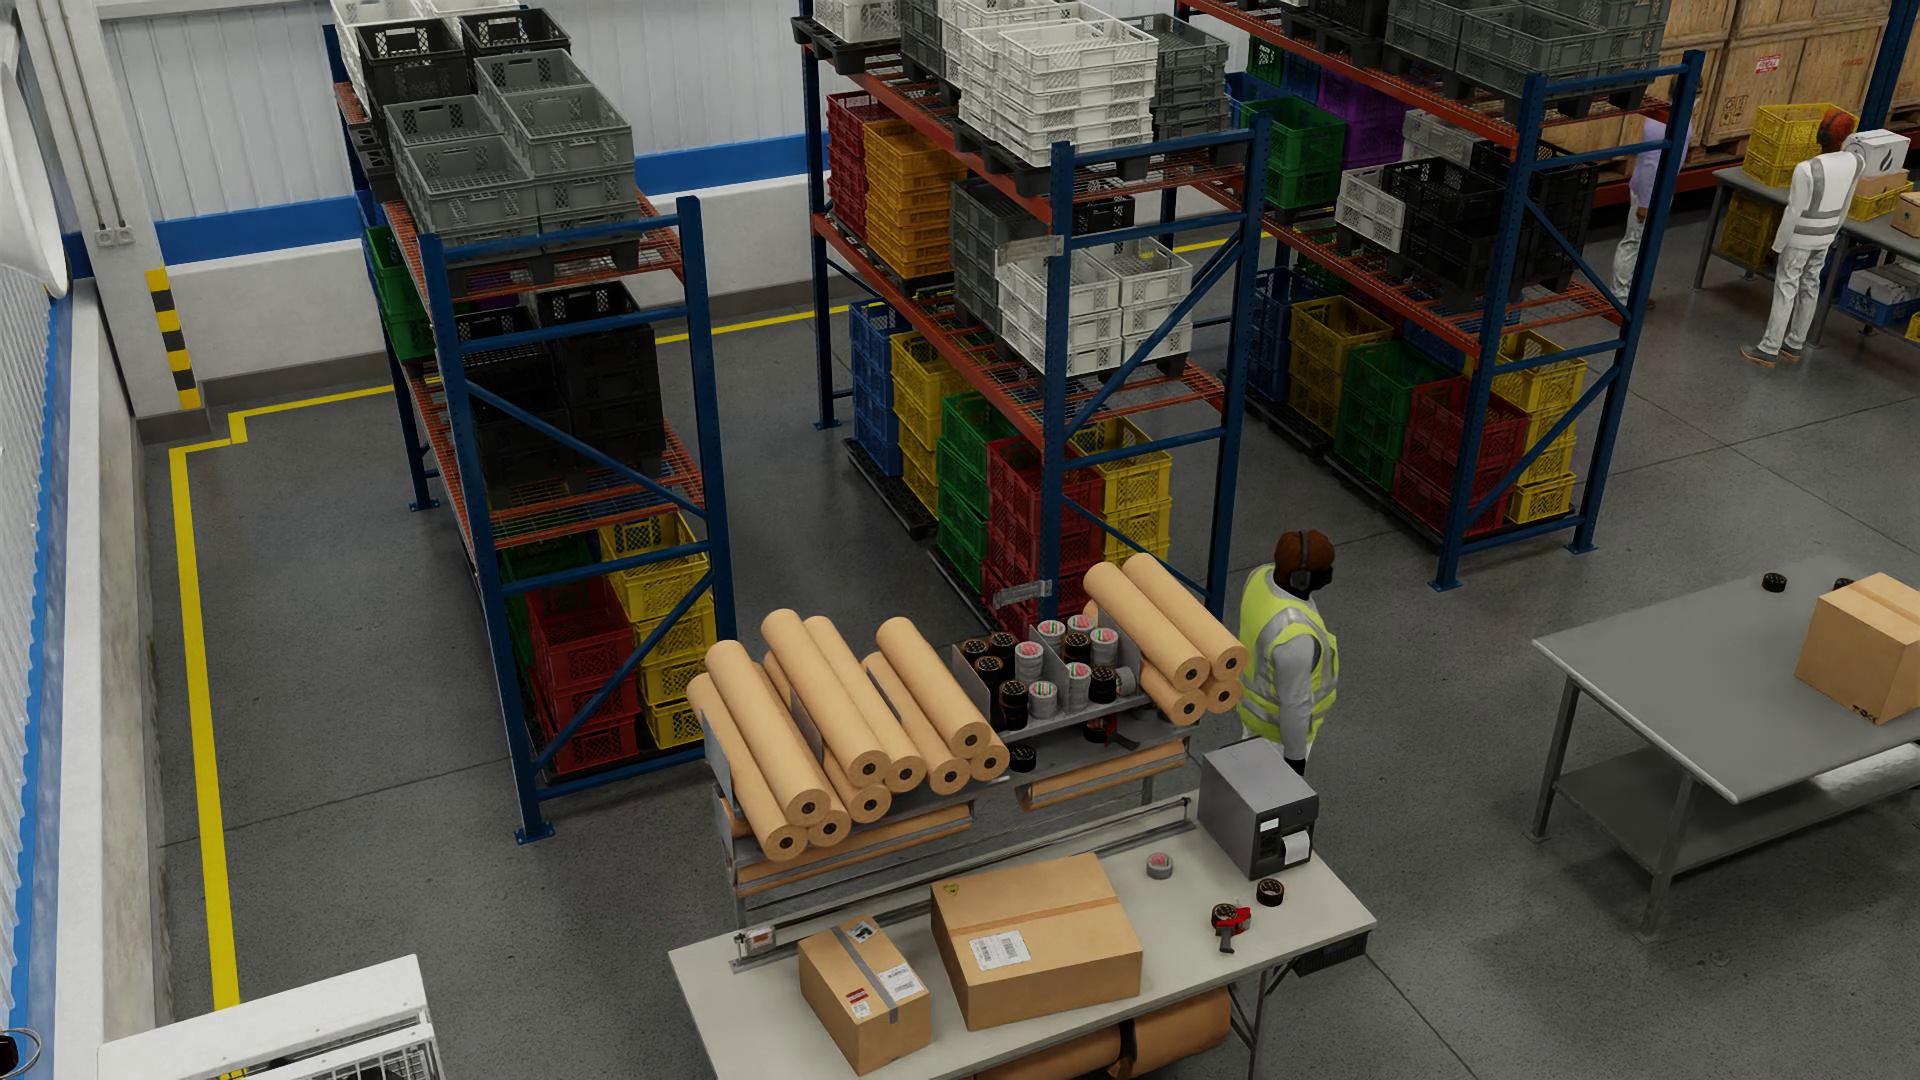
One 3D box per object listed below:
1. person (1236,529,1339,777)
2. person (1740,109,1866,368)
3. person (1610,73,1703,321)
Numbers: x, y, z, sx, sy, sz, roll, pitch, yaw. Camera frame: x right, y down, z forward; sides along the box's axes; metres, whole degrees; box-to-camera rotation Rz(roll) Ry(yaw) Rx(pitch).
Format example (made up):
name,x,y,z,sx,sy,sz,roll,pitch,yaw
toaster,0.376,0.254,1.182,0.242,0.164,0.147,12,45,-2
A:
name,x,y,z,sx,sy,sz,roll,pitch,yaw
person,1.402,0.752,7.237,0.429,1.840,0.637,-3,32,-5
person,6.052,-2.151,11.910,0.576,1.885,0.355,-12,34,-19
person,5.282,-2.634,12.649,0.370,1.934,0.627,22,38,31
